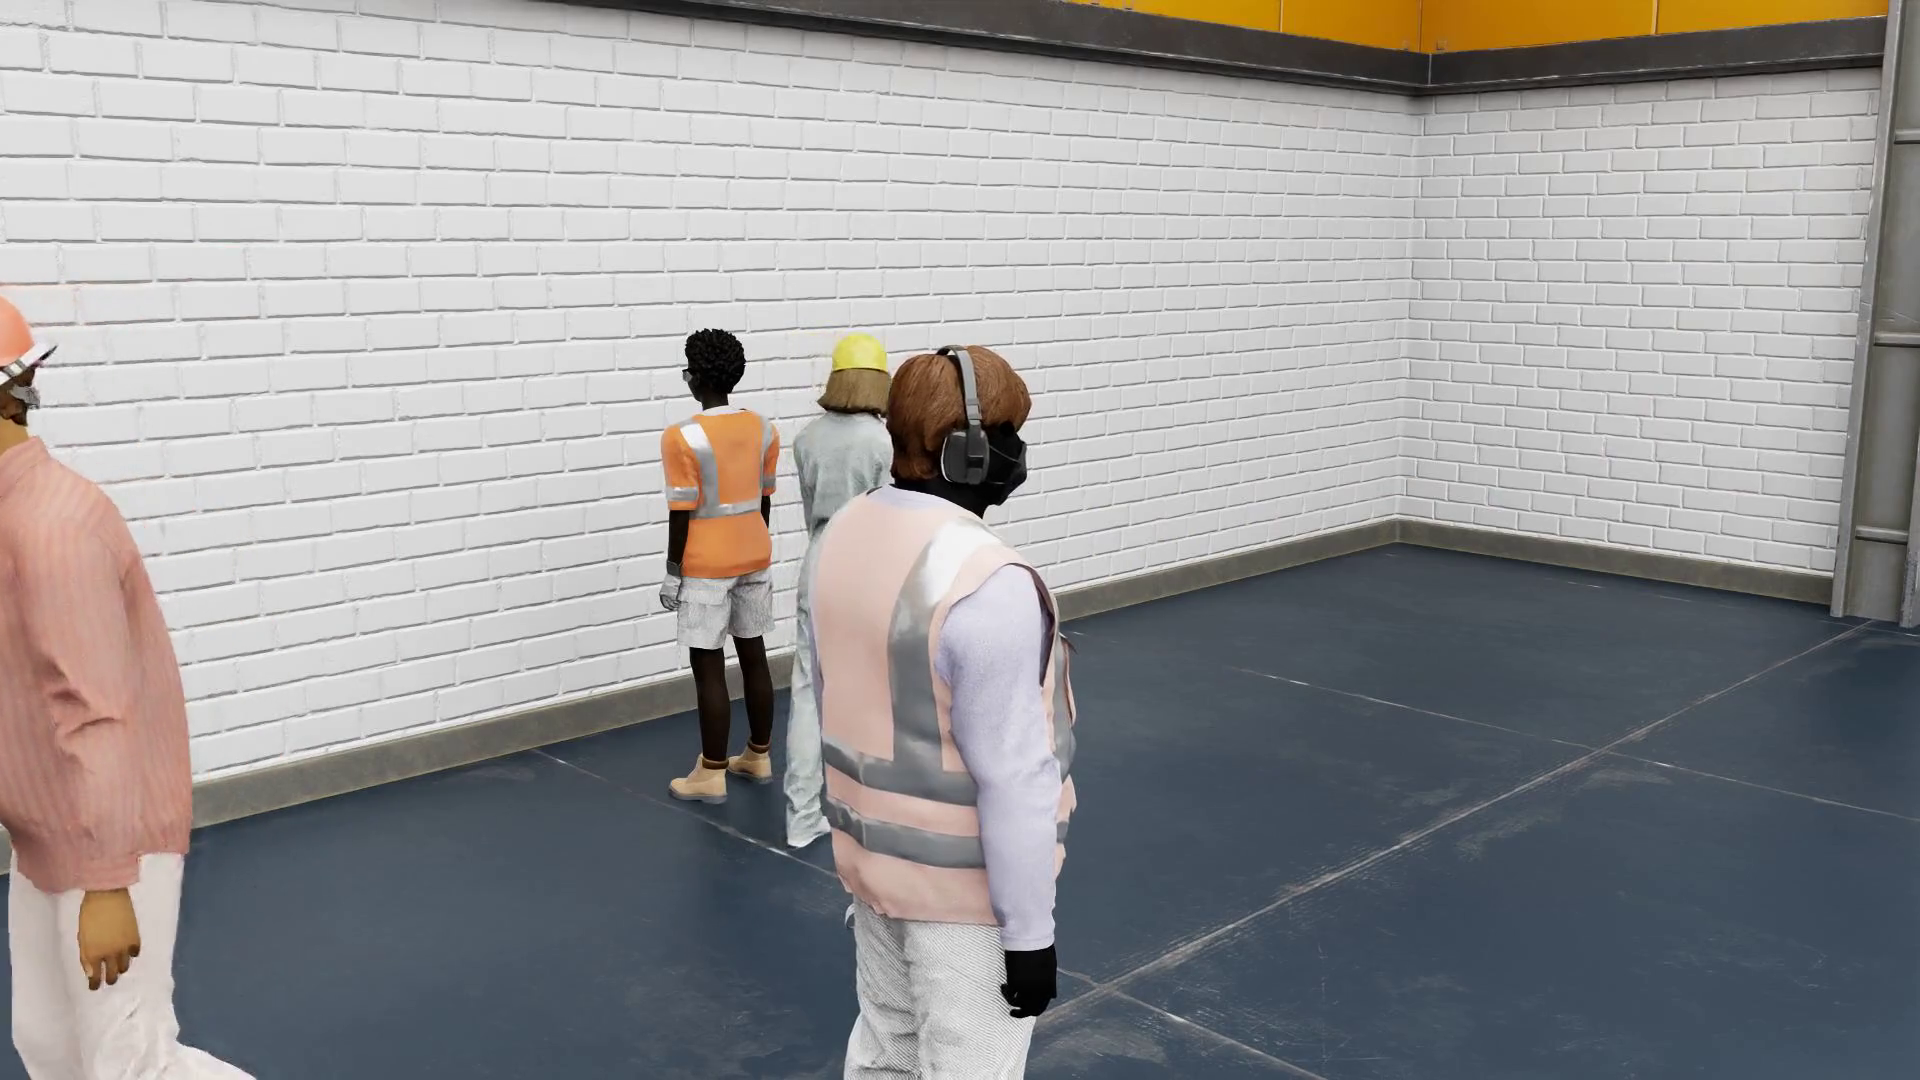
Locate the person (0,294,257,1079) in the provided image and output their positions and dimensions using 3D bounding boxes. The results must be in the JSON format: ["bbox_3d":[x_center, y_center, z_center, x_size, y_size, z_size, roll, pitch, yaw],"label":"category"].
[{"bbox_3d":[-1.497,0.511,2.996,0.725,1.962,0.638,-9,14,-40],"label":"person"}]

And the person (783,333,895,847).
[{"bbox_3d":[-0.330,0.149,5.685,0.491,1.689,0.855,6,12,28],"label":"person"}]

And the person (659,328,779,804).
[{"bbox_3d":[-0.863,0.094,5.972,0.318,1.697,0.535,7,13,35],"label":"person"}]

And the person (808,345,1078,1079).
[{"bbox_3d":[-0.012,0.583,2.907,0.429,1.842,0.636,-6,12,-30],"label":"person"}]
